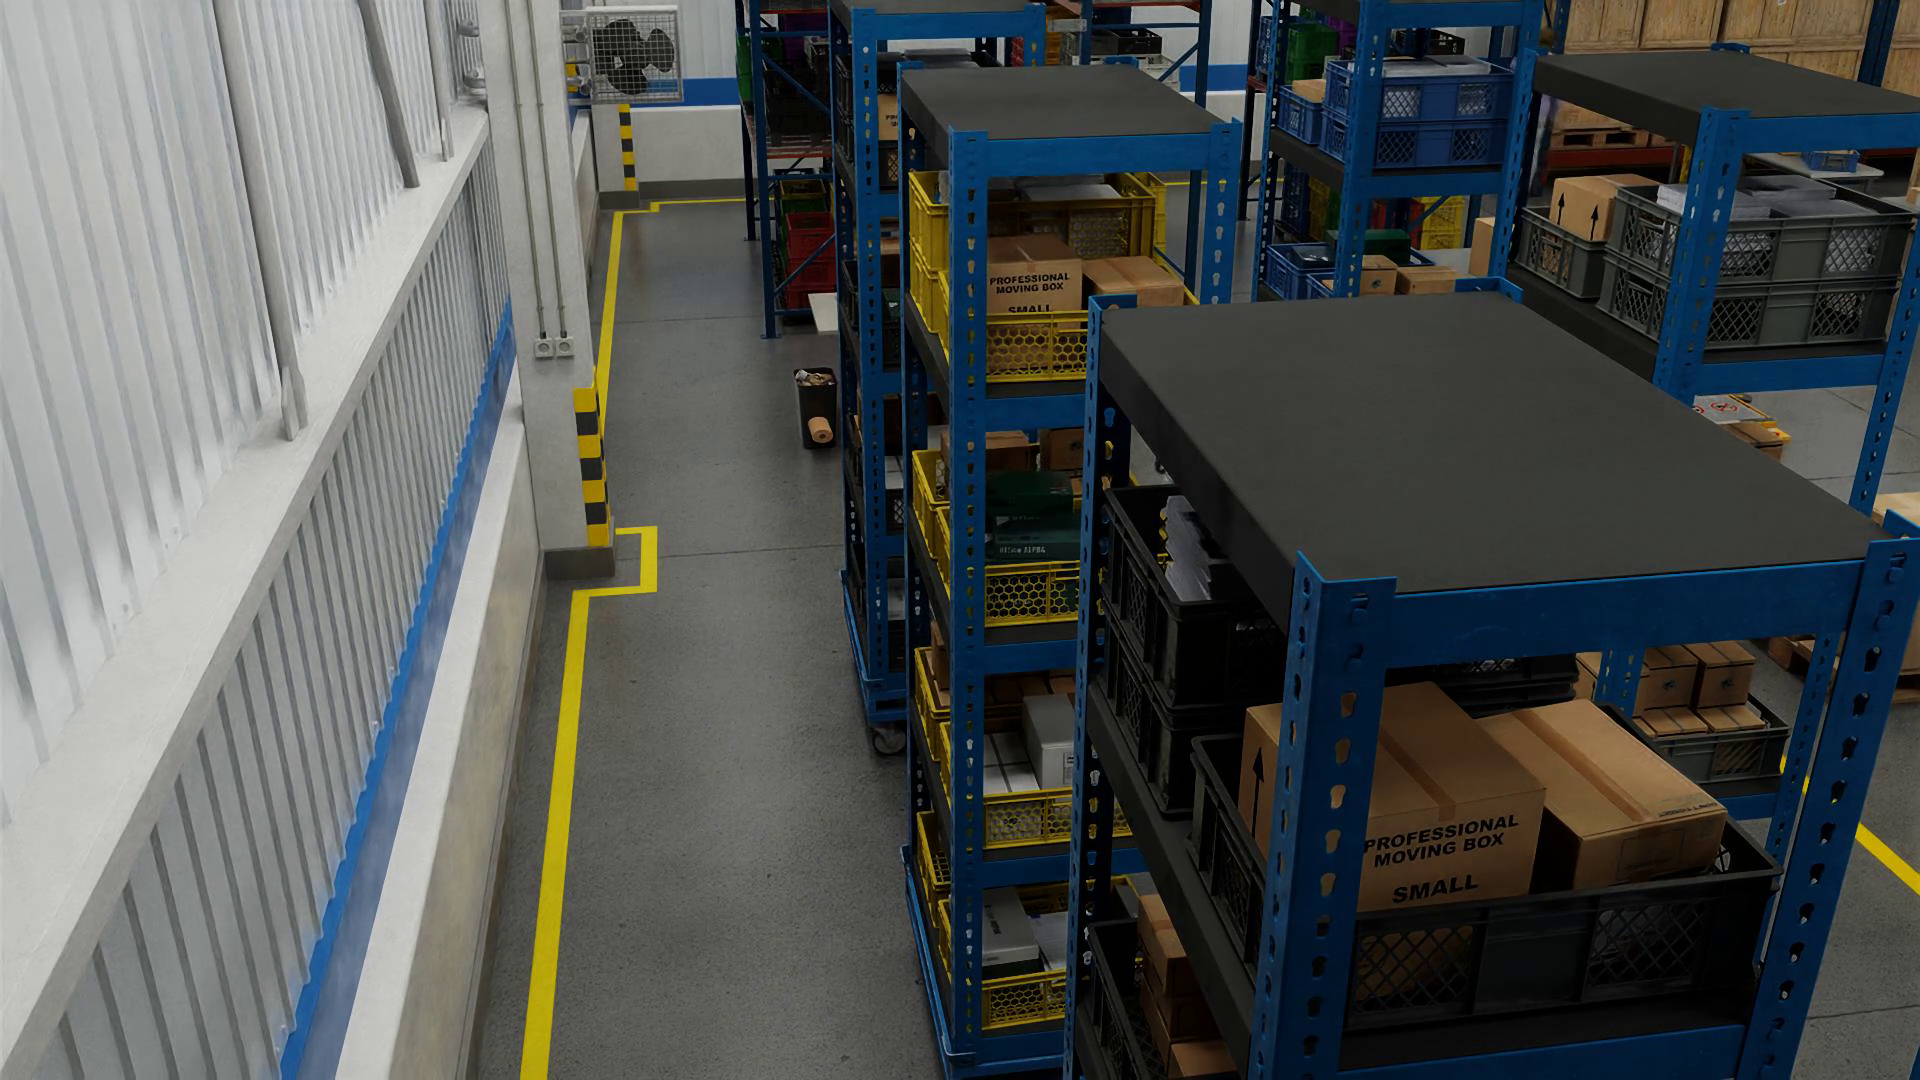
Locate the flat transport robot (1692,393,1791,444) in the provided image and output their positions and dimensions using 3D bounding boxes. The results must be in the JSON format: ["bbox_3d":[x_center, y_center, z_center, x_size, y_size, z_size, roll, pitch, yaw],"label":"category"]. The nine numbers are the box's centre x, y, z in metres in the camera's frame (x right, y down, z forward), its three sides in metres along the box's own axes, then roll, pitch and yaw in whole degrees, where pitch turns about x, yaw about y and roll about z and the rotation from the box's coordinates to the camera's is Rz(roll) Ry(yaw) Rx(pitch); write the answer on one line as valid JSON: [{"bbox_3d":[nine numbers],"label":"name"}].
[{"bbox_3d":[5.224,-0.859,12.132,1.431,0.197,0.652,-4,25,-8],"label":"flat transport robot"}]

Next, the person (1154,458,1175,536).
[{"bbox_3d":[1.372,-0.461,9.637,0.514,1.642,0.310,6,25,12],"label":"person"}]

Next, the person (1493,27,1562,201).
[{"bbox_3d":[6.388,-4.758,18.641,0.647,1.926,0.458,4,25,8],"label":"person"}]
